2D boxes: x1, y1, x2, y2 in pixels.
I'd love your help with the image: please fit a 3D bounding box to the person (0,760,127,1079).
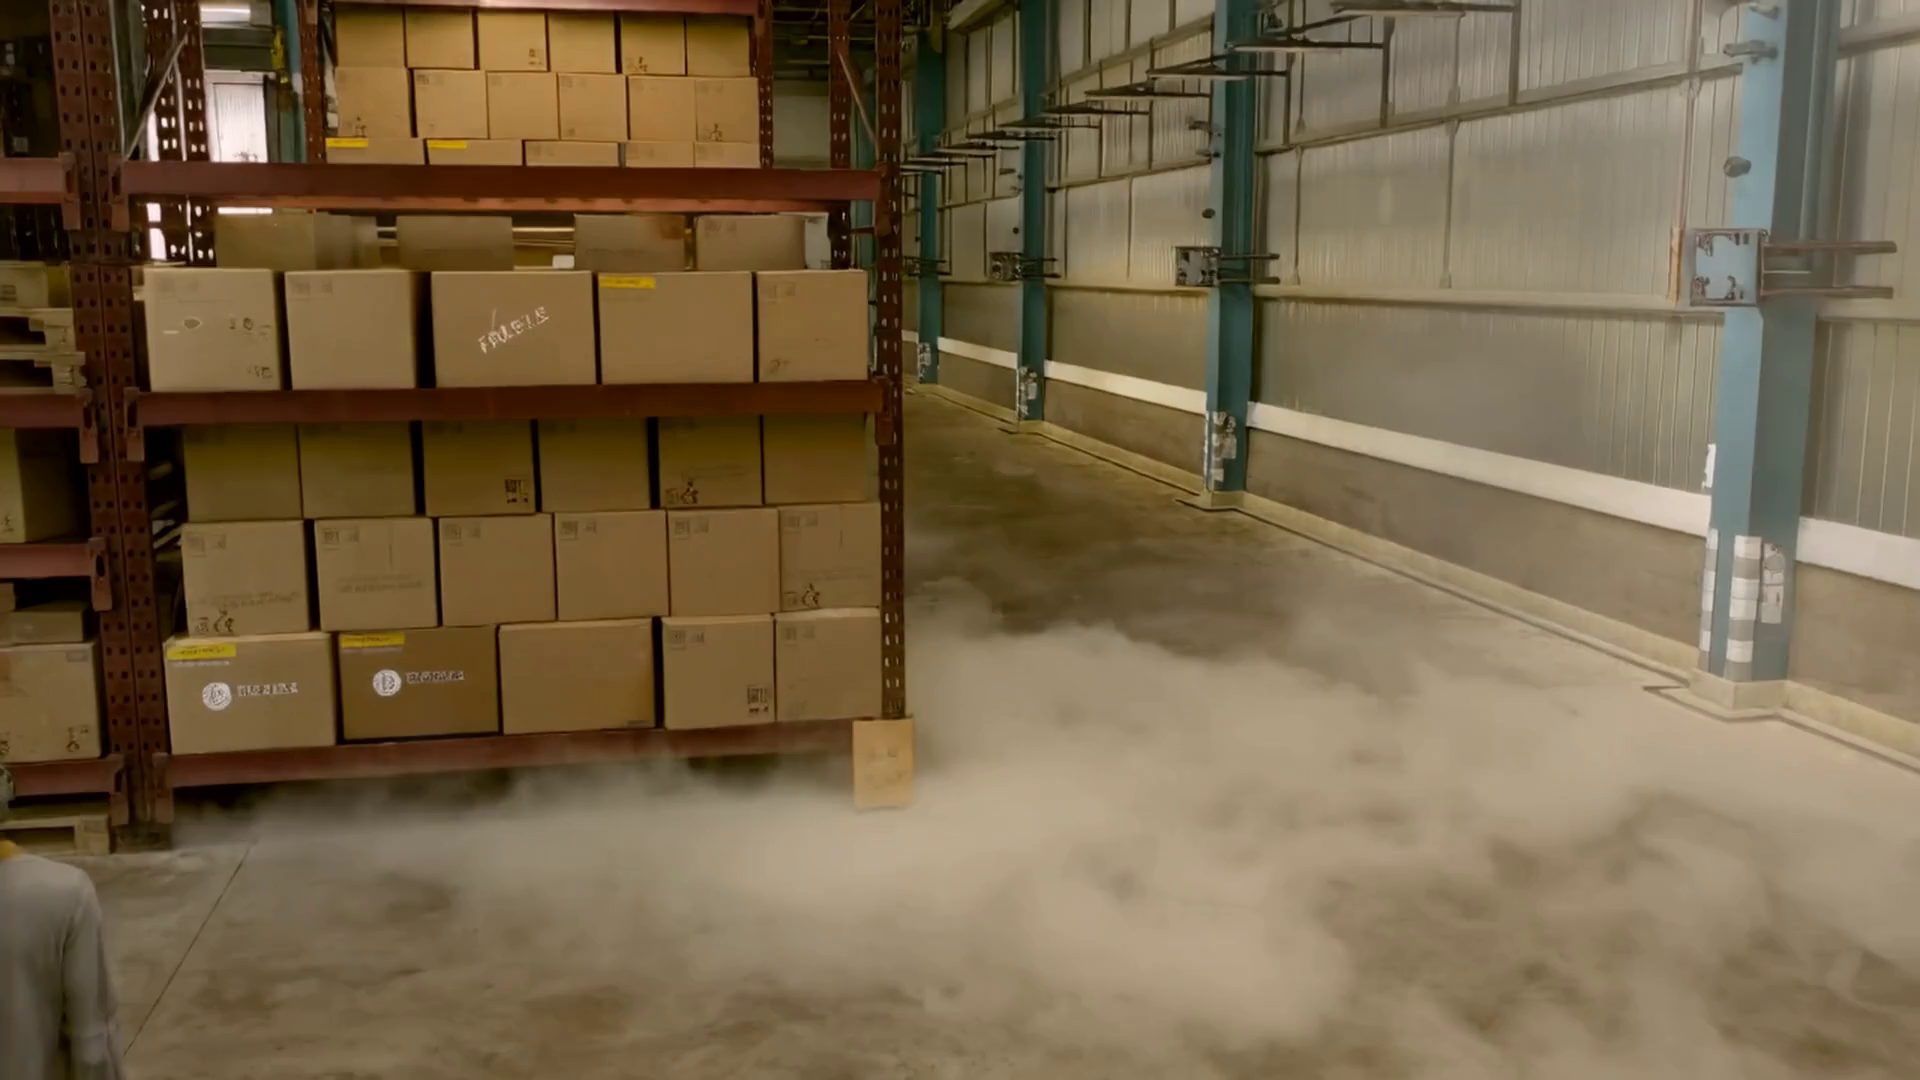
[{"bbox_3d":[-2.401,1.416,4.149,0.640,1.904,0.409,-2,10,-12],"label":"person"}]
